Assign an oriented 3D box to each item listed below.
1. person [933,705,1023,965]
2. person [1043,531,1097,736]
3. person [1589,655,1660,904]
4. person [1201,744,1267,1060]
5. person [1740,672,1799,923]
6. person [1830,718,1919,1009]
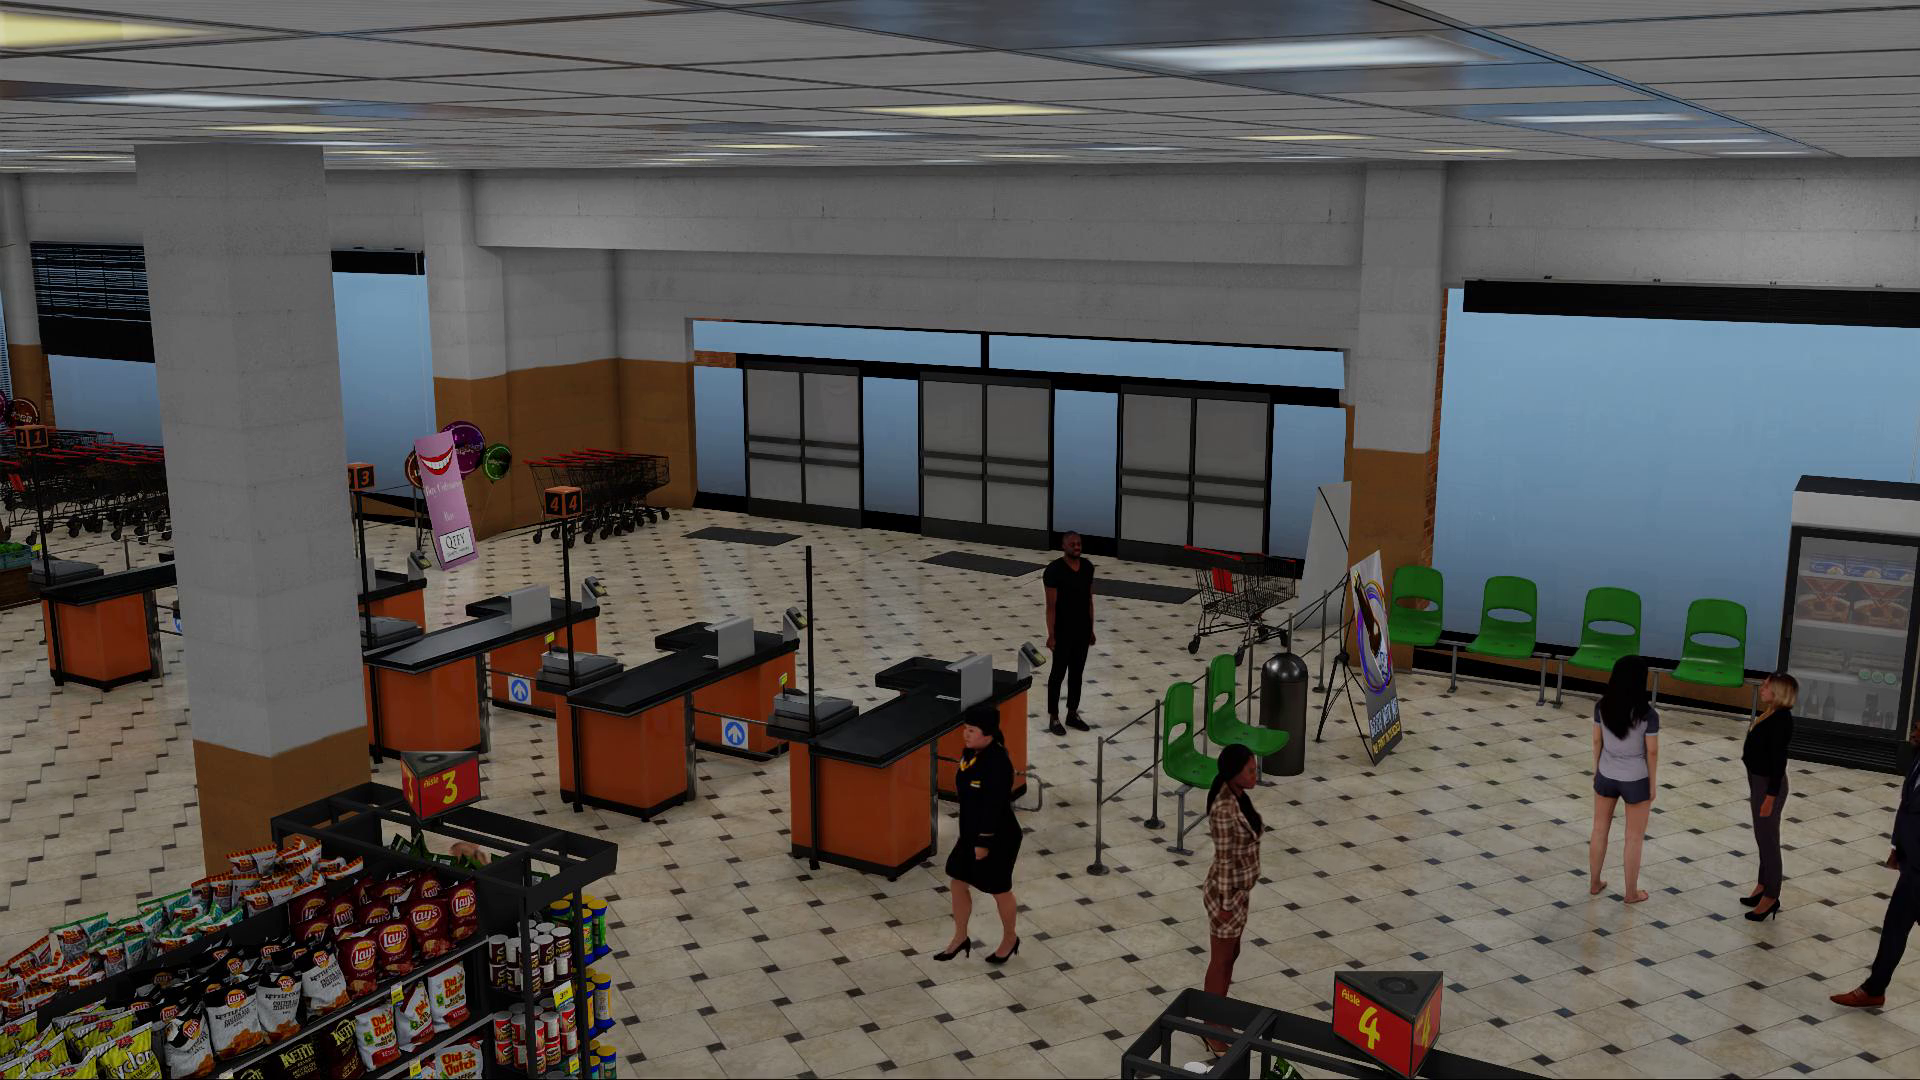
[{"bbox_3d":[0.244,1.826,10.264,0.959,1.653,0.901,-6,13,-27],"label":"person"},{"bbox_3d":[0.972,0.803,14.722,0.672,1.819,0.805,-7,14,-30],"label":"person"},{"bbox_3d":[4.473,1.596,11.231,0.610,1.706,0.649,-11,16,-43],"label":"person"},{"bbox_3d":[1.486,1.979,9.200,0.665,1.793,0.509,5,13,23],"label":"person"},{"bbox_3d":[5.326,1.677,10.932,0.691,1.671,0.516,5,13,21],"label":"person"},{"bbox_3d":[5.690,1.881,9.649,1.072,1.800,1.231,2,12,8],"label":"person"}]
